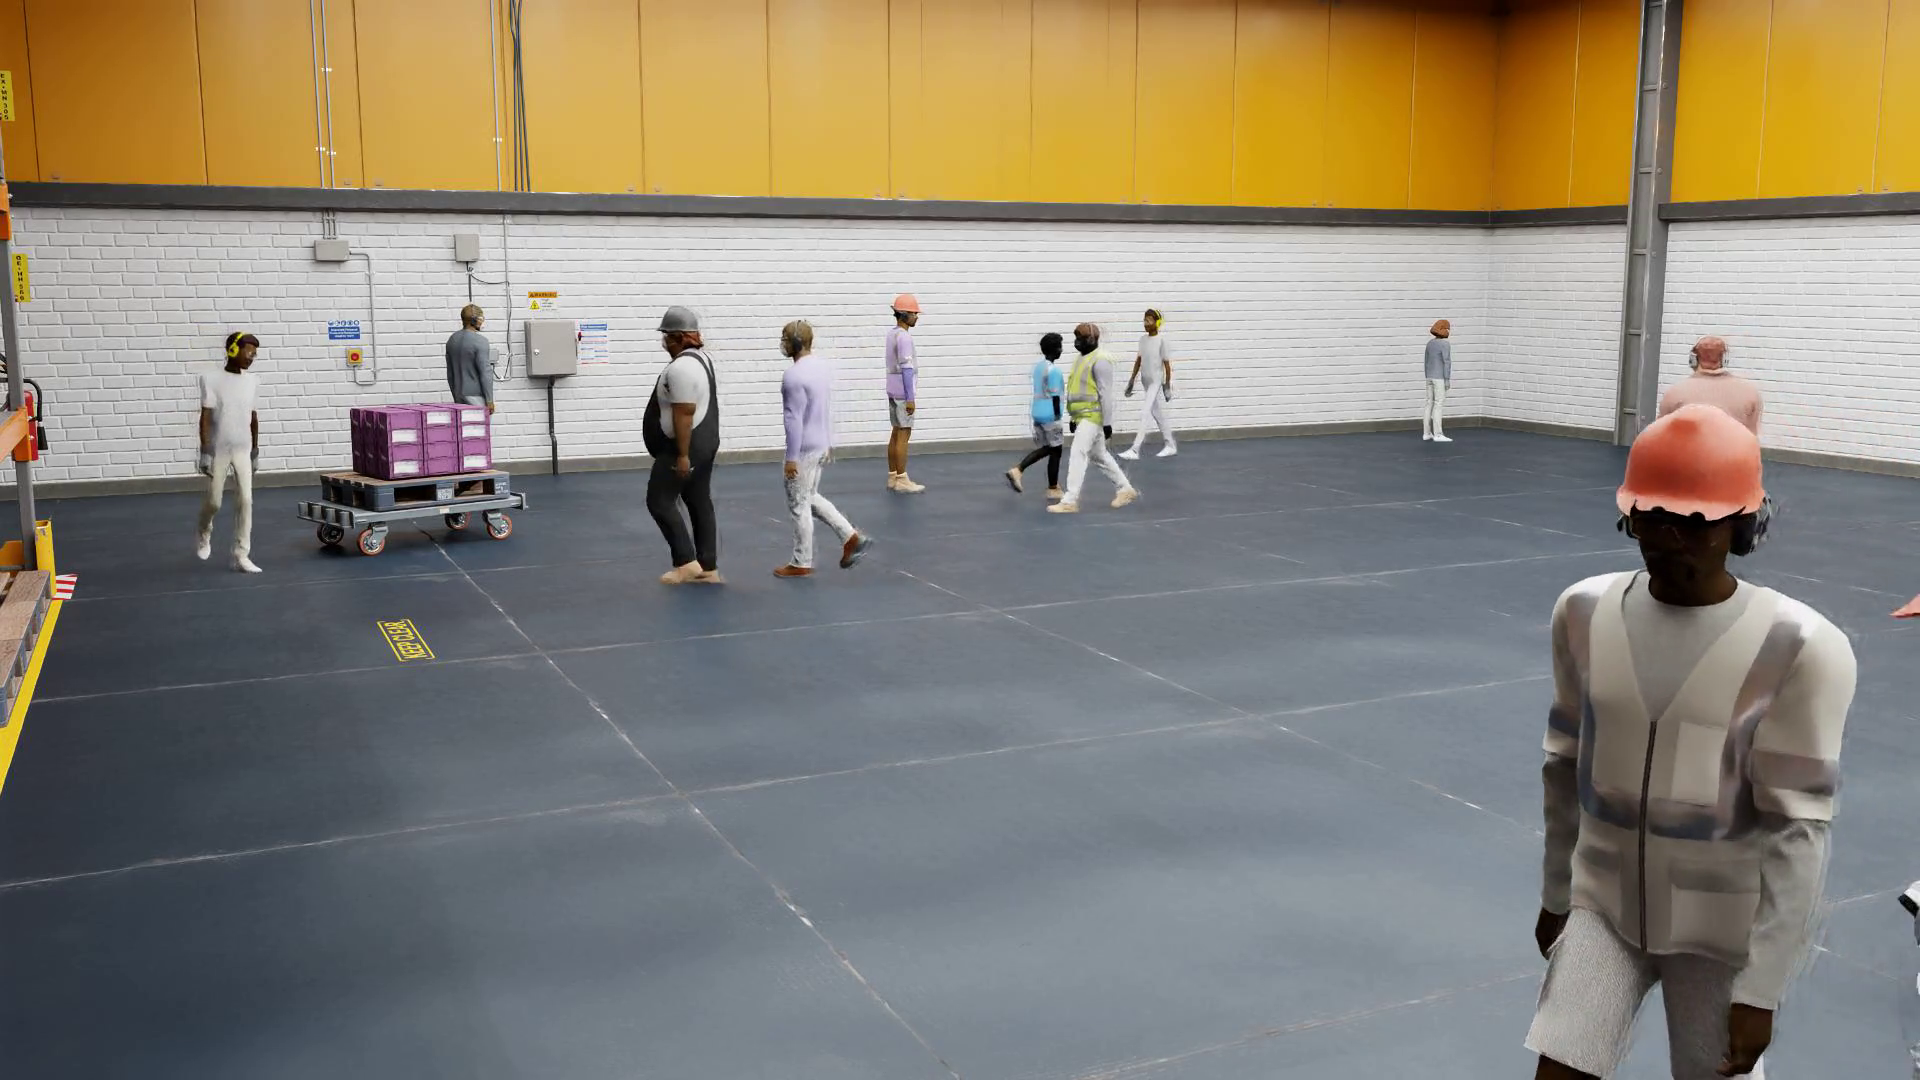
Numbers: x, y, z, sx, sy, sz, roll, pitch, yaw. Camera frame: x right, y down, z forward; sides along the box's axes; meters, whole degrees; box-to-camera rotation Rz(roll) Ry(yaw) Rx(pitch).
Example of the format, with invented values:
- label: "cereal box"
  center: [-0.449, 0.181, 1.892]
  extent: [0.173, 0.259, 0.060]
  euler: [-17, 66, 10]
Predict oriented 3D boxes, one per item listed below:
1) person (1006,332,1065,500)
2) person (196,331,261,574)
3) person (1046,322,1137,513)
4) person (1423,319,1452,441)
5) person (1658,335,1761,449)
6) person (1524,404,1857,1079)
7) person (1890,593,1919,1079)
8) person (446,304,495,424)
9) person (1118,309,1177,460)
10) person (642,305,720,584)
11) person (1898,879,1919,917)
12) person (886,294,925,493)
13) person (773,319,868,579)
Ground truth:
- label: "person"
  center: [0.804, -1.209, 16.433]
  extent: [0.576, 1.679, 0.537]
  euler: [-3, 10, -18]
- label: "person"
  center: [-5.603, -0.679, 12.680]
  extent: [0.844, 1.823, 0.569]
  euler: [9, 13, 43]
- label: "person"
  center: [1.287, -1.166, 15.783]
  extent: [0.934, 1.806, 0.643]
  euler: [-3, 9, -15]
- label: "person"
  center: [6.411, -2.138, 22.306]
  extent: [0.289, 1.633, 0.501]
  euler: [-3, 10, -18]
- label: "person"
  center: [4.898, -0.416, 10.953]
  extent: [0.667, 1.862, 0.998]
  euler: [0, 9, -1]
- label: "person"
  center: [1.301, 0.754, 3.189]
  extent: [0.835, 2.013, 0.613]
  euler: [-9, 13, -43]
- label: "person"
  center: [1.627, 0.884, 2.765]
  extent: [0.970, 1.877, 0.557]
  euler: [1, 9, 5]
- label: "person"
  center: [-5.042, -1.469, 17.221]
  extent: [0.636, 1.936, 0.355]
  euler: [7, 11, 36]
- label: "person"
  center: [2.319, -1.891, 20.215]
  extent: [0.982, 1.819, 0.512]
  euler: [-5, 11, -30]
- label: "person"
  center: [-2.008, -0.678, 11.989]
  extent: [0.541, 2.000, 0.701]
  euler: [1, 9, 8]
- label: "person"
  center: [3.311, 0.510, 5.098]
  extent: [0.699, 1.889, 0.711]
  euler: [4, 10, 24]
- label: "person"
  center: [-0.562, -1.505, 17.119]
  extent: [0.382, 2.040, 0.616]
  euler: [-3, 10, -17]
- label: "person"
  center: [-1.063, -0.653, 12.197]
  extent: [0.595, 1.926, 0.633]
  euler: [2, 9, 14]
